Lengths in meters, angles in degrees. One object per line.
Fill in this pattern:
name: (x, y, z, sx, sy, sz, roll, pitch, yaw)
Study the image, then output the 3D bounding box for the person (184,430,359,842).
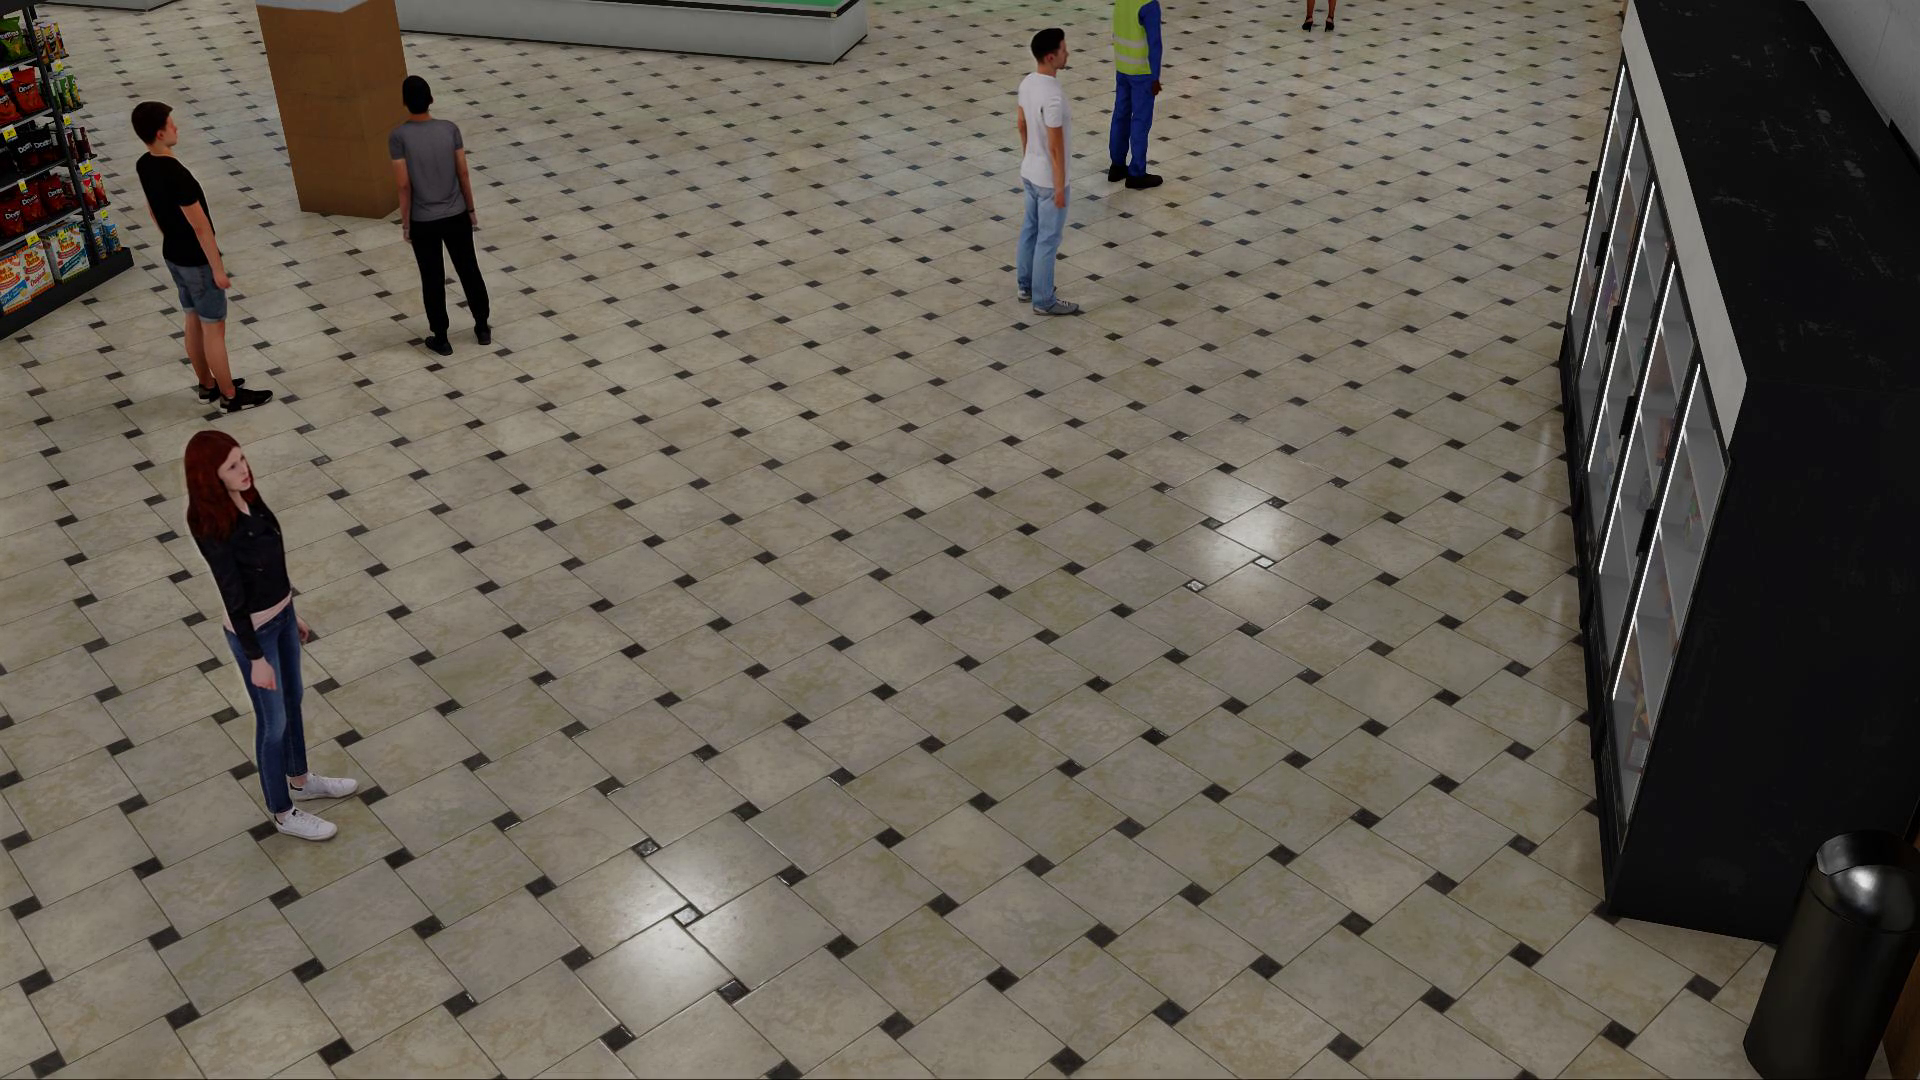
person: (-2.702, 0.369, 6.474, 0.605, 1.787, 0.634, 0, 32, 1)

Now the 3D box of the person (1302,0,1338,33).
person: (3.703, -6.054, 16.803, 0.492, 1.781, 0.670, 4, 32, 6)

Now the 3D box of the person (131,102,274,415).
person: (-4.459, -1.627, 9.627, 0.643, 1.846, 0.791, 23, 39, 32)

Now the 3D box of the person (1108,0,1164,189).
person: (1.372, -3.673, 12.947, 0.803, 1.812, 0.738, -18, 36, -27)

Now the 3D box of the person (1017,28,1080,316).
person: (0.553, -2.394, 10.846, 0.770, 1.861, 0.750, -12, 34, -18)

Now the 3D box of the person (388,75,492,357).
person: (-3.246, -2.016, 10.338, 0.702, 1.754, 0.745, -20, 37, -29)
